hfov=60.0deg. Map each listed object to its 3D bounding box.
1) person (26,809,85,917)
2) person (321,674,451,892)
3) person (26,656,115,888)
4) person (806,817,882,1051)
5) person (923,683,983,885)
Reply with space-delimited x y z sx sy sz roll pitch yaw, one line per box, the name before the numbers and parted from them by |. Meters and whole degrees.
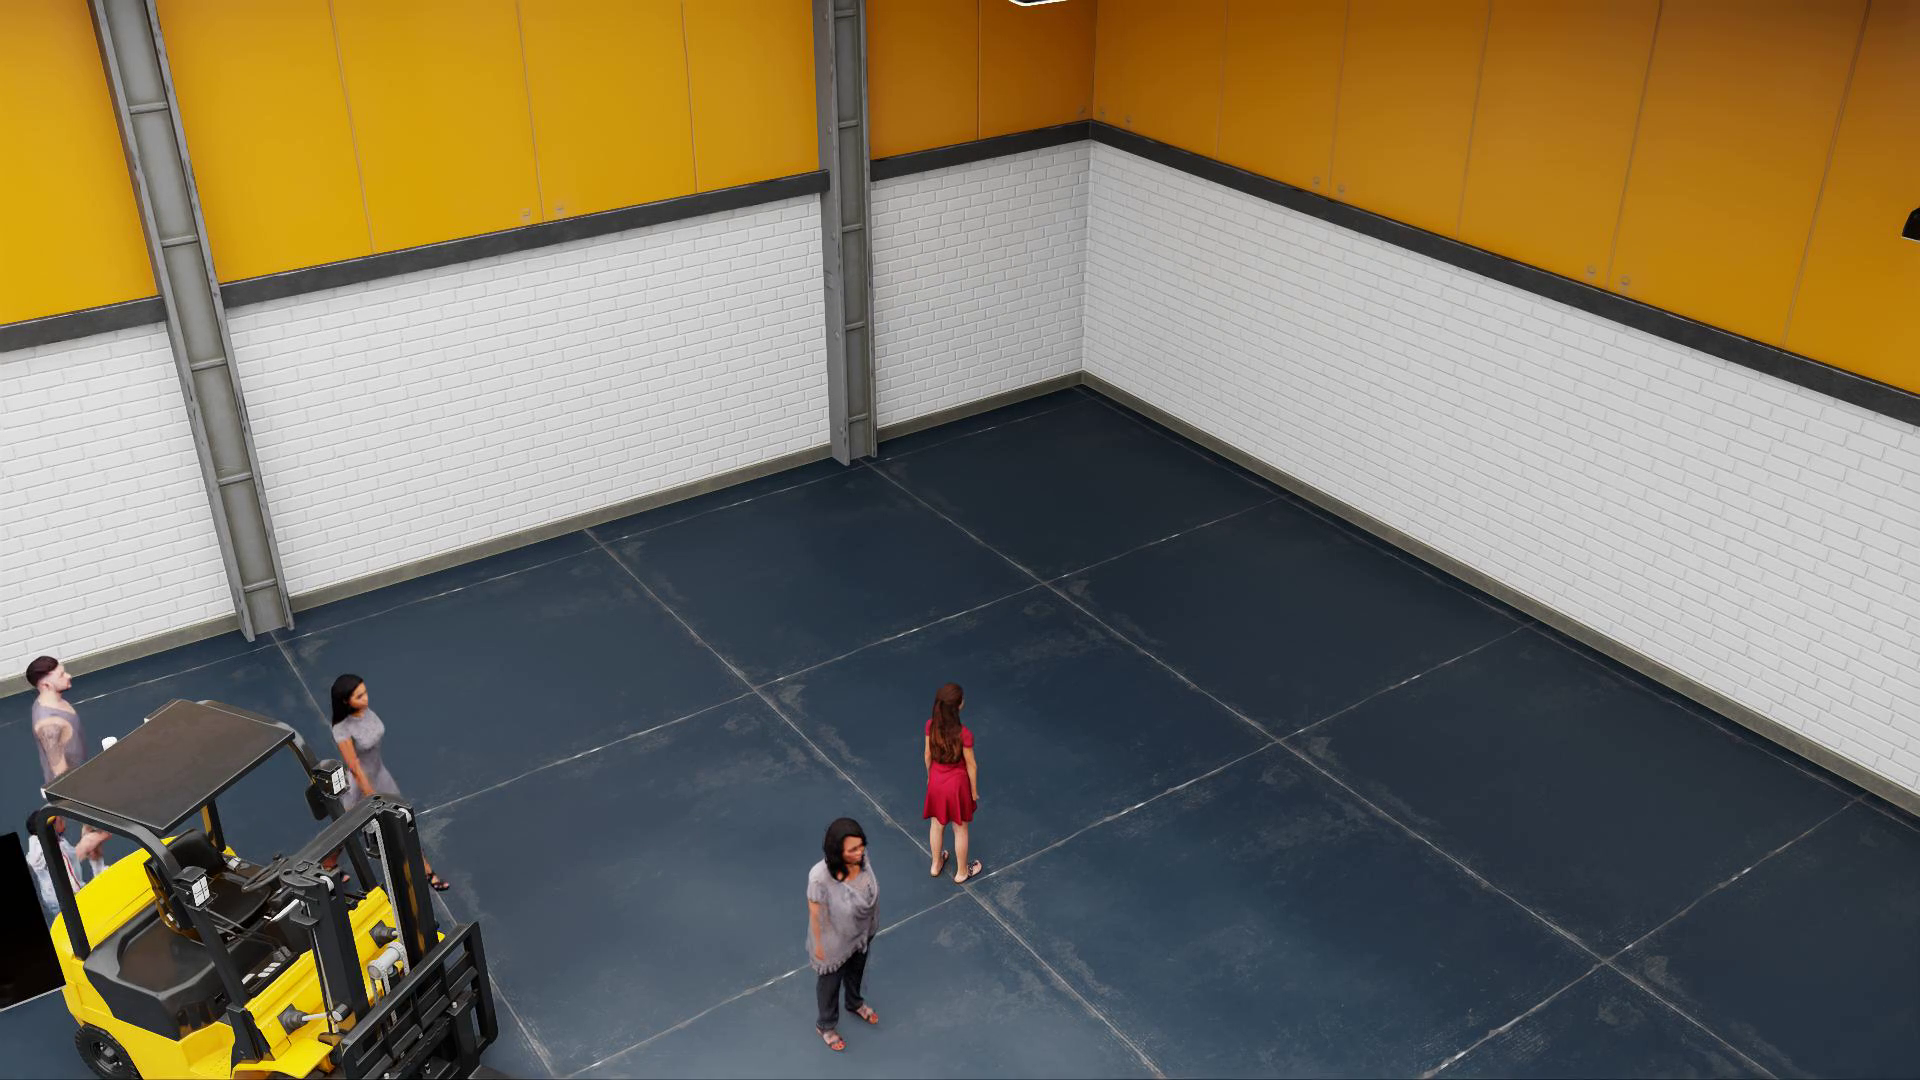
person | -5.696 2.234 10.464 0.516 1.249 0.560 23 36 36
person | -4.028 1.667 11.000 1.106 1.732 1.098 6 29 10
person | -5.928 1.597 10.948 0.783 1.834 0.697 -14 32 -24
person | -0.704 2.303 9.963 0.758 1.608 0.670 22 36 35
person | -0.067 1.635 11.244 0.660 1.554 0.721 13 31 22
